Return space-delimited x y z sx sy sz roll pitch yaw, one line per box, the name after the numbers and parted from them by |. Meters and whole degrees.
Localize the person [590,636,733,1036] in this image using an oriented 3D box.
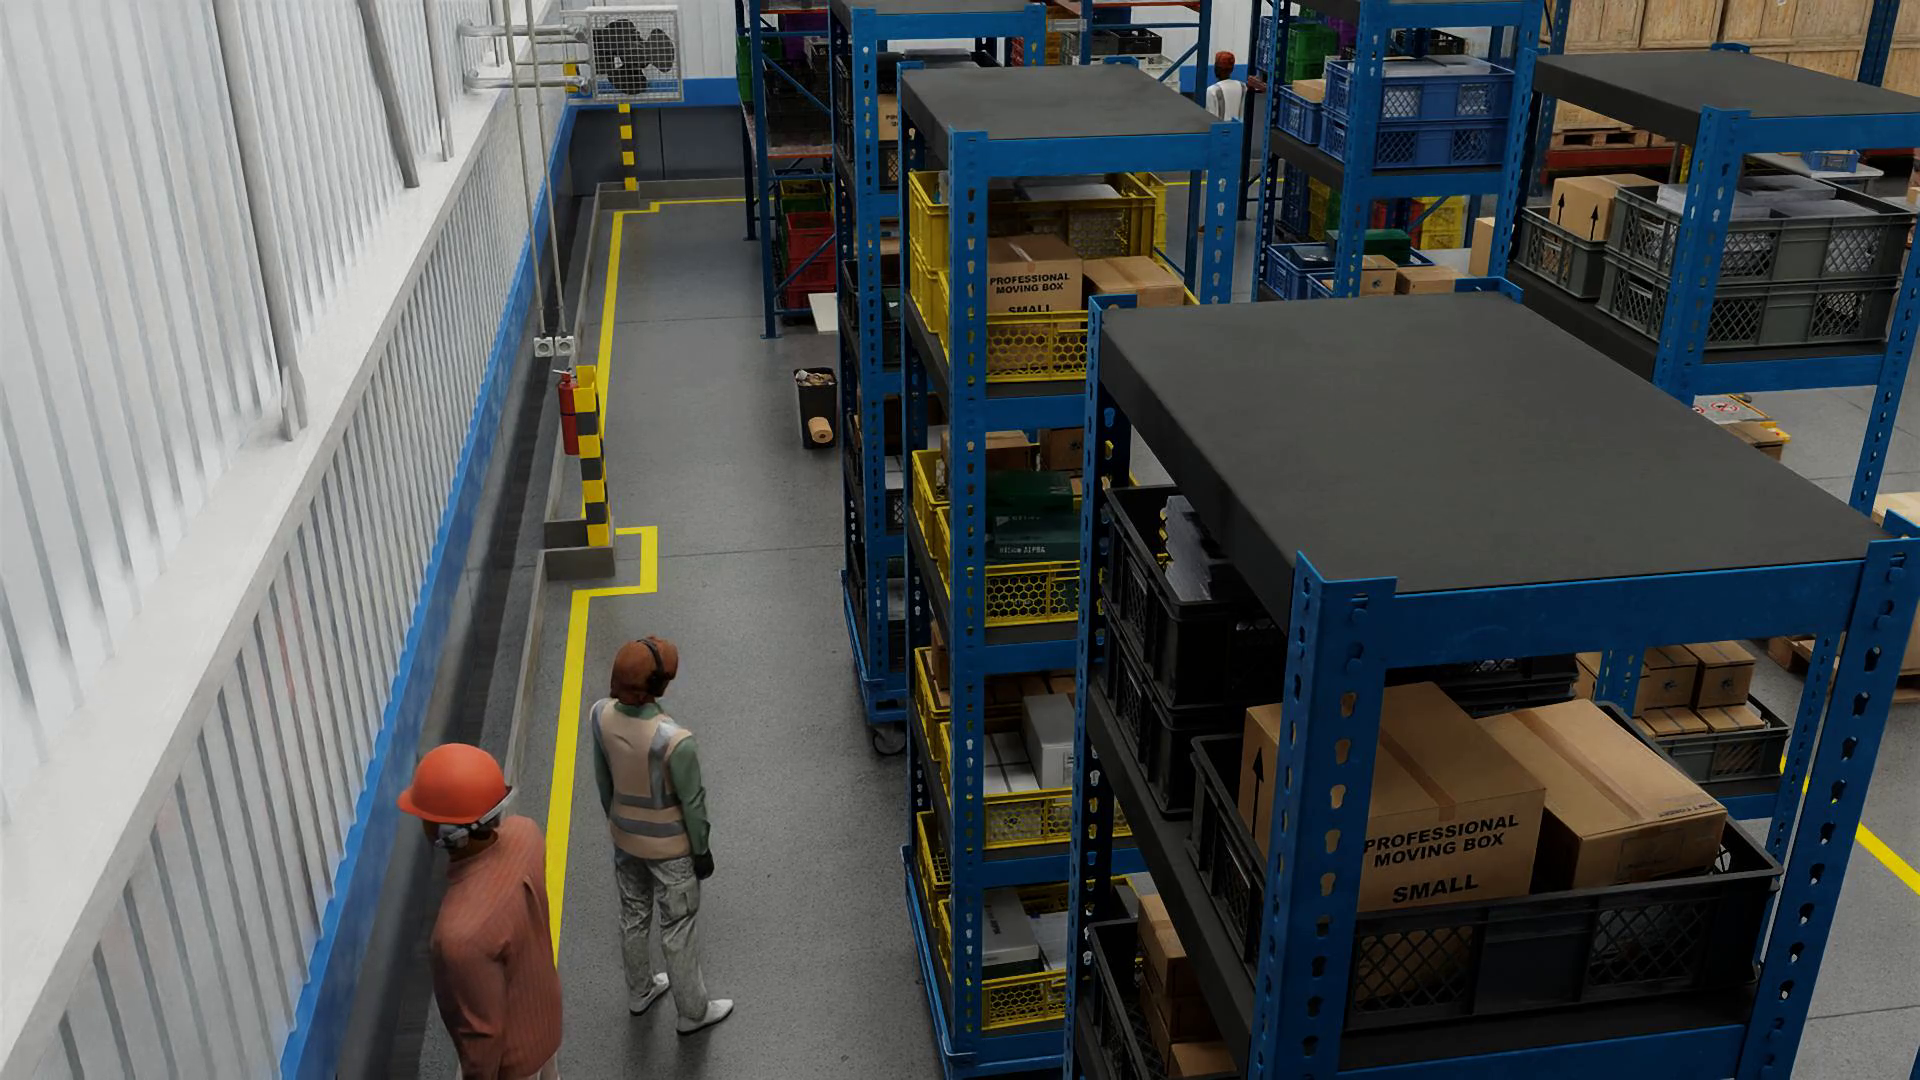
-1.135 1.113 6.218 0.514 1.640 0.310 16 29 30 | person

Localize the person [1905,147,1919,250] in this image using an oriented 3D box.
9.948 -3.890 16.779 0.651 1.906 0.401 -4 25 -9 | person

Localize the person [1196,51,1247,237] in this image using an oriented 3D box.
2.701 -4.111 17.288 0.584 1.882 0.349 -20 31 -36 | person

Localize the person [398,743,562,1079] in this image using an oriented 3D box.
-1.381 1.480 5.001 0.379 1.996 0.608 1 25 3 | person
